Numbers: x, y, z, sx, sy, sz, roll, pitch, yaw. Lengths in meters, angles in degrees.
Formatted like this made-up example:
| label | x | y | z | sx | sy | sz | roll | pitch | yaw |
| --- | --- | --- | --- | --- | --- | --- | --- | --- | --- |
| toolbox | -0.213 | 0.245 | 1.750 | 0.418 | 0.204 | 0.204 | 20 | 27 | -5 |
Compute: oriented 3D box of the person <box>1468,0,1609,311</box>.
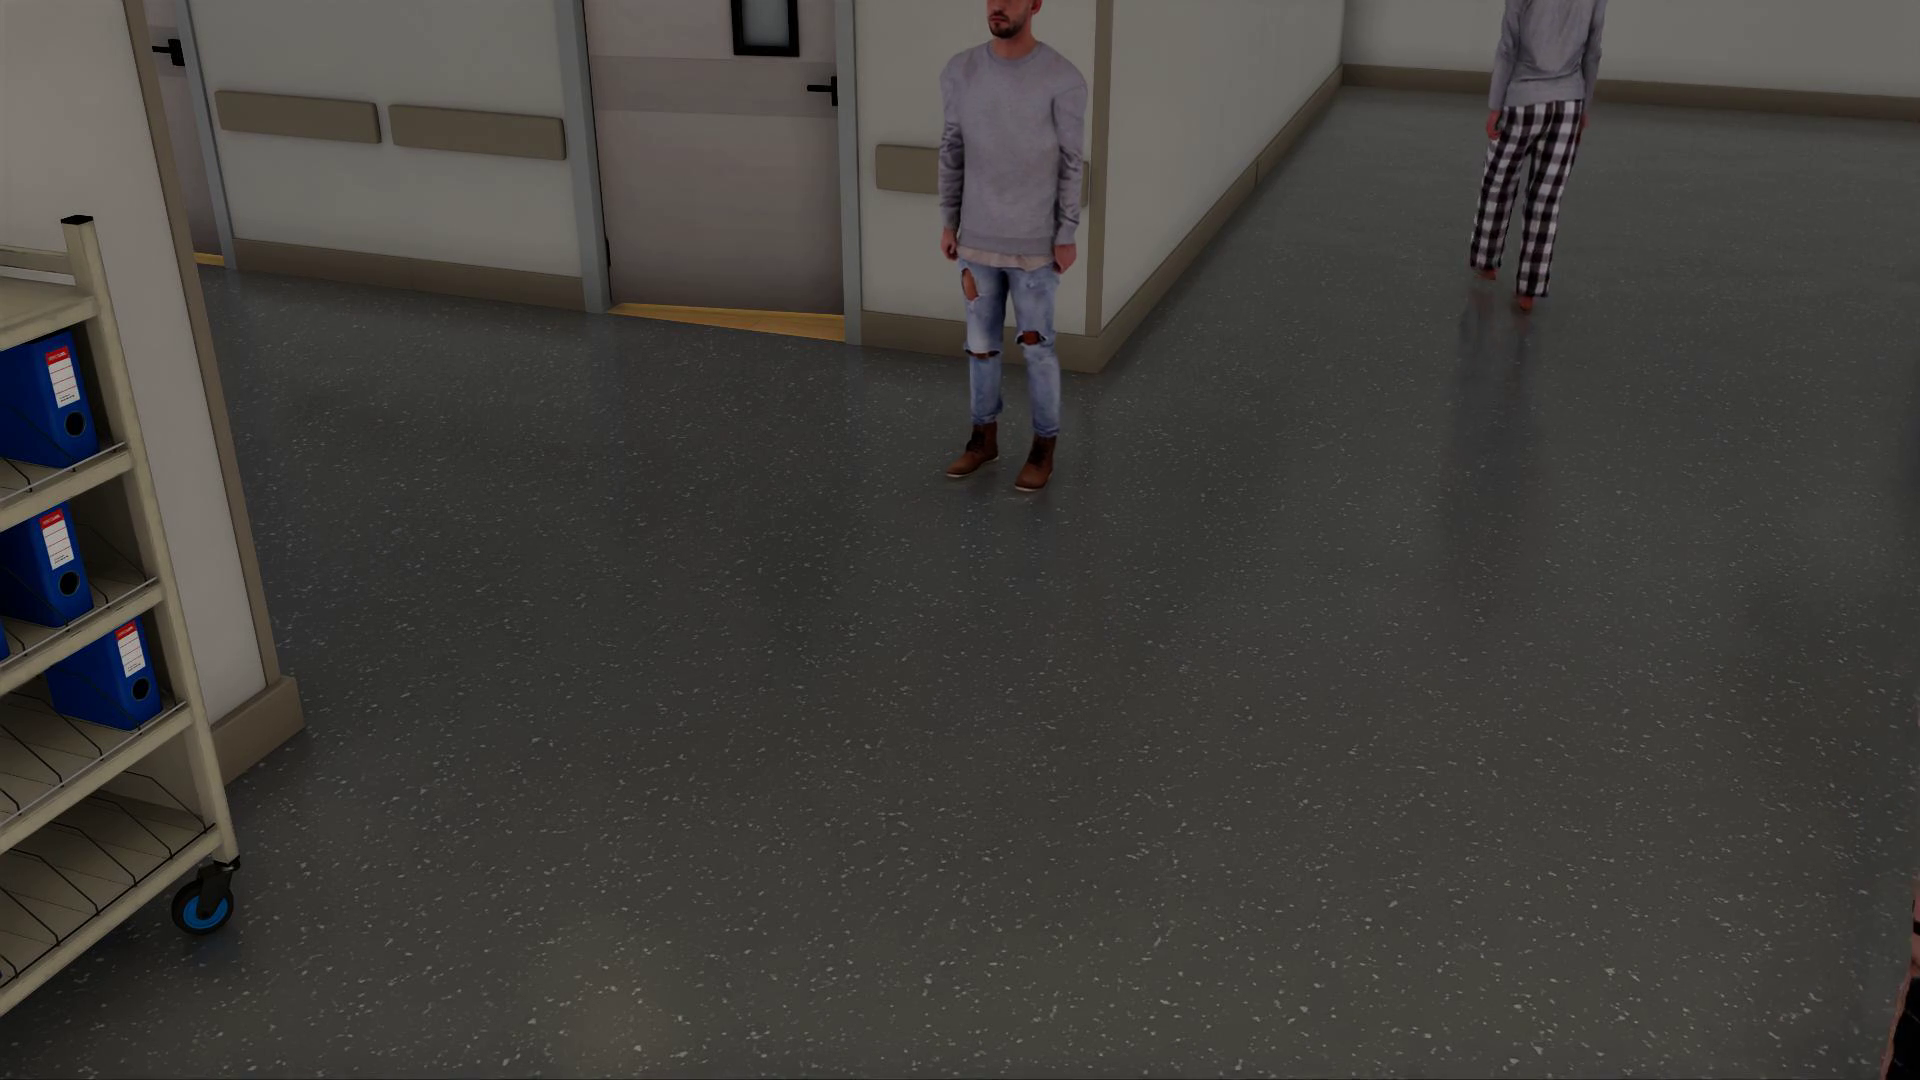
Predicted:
| label | x | y | z | sx | sy | sz | roll | pitch | yaw |
| --- | --- | --- | --- | --- | --- | --- | --- | --- | --- |
| person | 2.657 | -1.944 | 7.554 | 0.785 | 1.827 | 0.993 | 2 | 26 | 5 |

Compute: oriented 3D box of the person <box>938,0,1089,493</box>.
| label | x | y | z | sx | sy | sz | roll | pitch | yaw |
| --- | --- | --- | --- | --- | --- | --- | --- | --- | --- |
| person | 0.173 | -1.072 | 5.736 | 0.685 | 1.836 | 0.564 | 12 | 28 | 23 |
